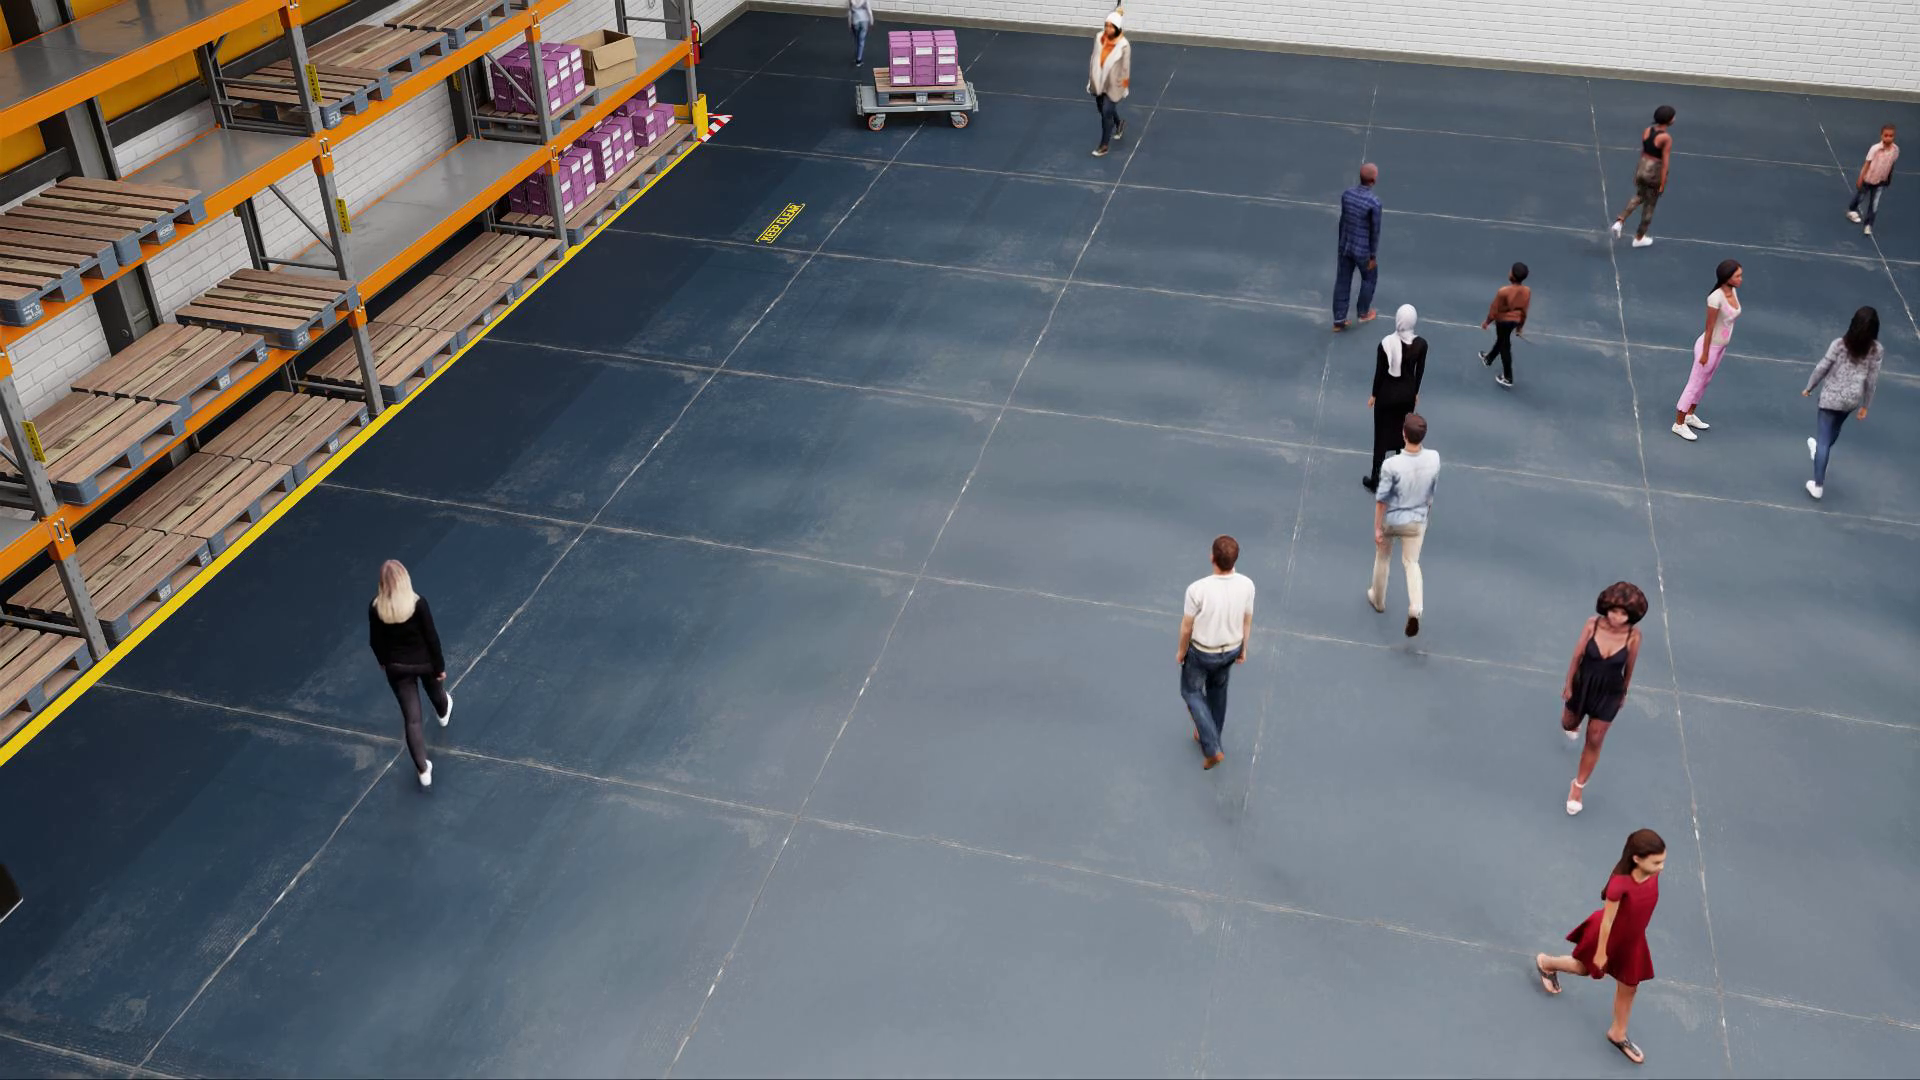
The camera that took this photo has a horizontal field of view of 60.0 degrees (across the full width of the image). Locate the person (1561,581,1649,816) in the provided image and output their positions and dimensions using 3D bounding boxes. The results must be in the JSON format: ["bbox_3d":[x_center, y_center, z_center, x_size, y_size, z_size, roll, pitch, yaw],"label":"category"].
[{"bbox_3d":[4.286,0.978,11.220,0.661,1.771,1.051,14,36,20],"label":"person"}]

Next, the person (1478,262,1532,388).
[{"bbox_3d":[5.406,-2.101,16.349,0.821,1.222,0.963,-10,35,-15],"label":"person"}]

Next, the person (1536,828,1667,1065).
[{"bbox_3d":[3.714,2.229,9.559,0.967,1.526,1.066,-15,37,-22],"label":"person"}]

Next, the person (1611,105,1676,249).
[{"bbox_3d":[7.797,-4.127,18.974,0.925,1.689,0.880,-15,36,-21],"label":"person"}]

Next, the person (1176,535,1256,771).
[{"bbox_3d":[1.767,0.830,11.382,0.905,1.840,1.019,-8,34,-12],"label":"person"}]

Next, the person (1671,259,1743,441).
[{"bbox_3d":[6.950,-1.783,15.401,0.717,1.742,0.597,27,42,34],"label":"person"}]

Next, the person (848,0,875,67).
[{"bbox_3d":[-1.514,-7.681,24.734,0.505,1.233,0.817,7,34,11],"label":"person"}]

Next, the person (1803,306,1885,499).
[{"bbox_3d":[7.691,-1.166,14.519,0.735,1.689,1.136,3,34,5],"label":"person"}]

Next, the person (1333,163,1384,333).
[{"bbox_3d":[4.049,-2.981,17.149,0.894,1.802,0.996,27,42,34],"label":"person"}]

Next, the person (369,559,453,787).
[{"bbox_3d":[-3.767,0.939,11.401,0.943,1.636,1.225,-5,34,-7],"label":"person"}]

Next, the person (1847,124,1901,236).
[{"bbox_3d":[10.764,-4.286,19.591,0.595,1.271,0.921,2,34,4],"label":"person"}]

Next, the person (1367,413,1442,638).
[{"bbox_3d":[3.438,-0.100,12.787,0.874,1.832,1.117,-4,34,-5],"label":"person"}]

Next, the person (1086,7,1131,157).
[{"bbox_3d":[1.998,-5.990,21.627,1.009,1.856,1.242,26,42,34],"label":"person"}]

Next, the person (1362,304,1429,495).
[{"bbox_3d":[3.807,-1.224,14.526,0.666,1.778,0.646,-3,34,-5],"label":"person"}]
